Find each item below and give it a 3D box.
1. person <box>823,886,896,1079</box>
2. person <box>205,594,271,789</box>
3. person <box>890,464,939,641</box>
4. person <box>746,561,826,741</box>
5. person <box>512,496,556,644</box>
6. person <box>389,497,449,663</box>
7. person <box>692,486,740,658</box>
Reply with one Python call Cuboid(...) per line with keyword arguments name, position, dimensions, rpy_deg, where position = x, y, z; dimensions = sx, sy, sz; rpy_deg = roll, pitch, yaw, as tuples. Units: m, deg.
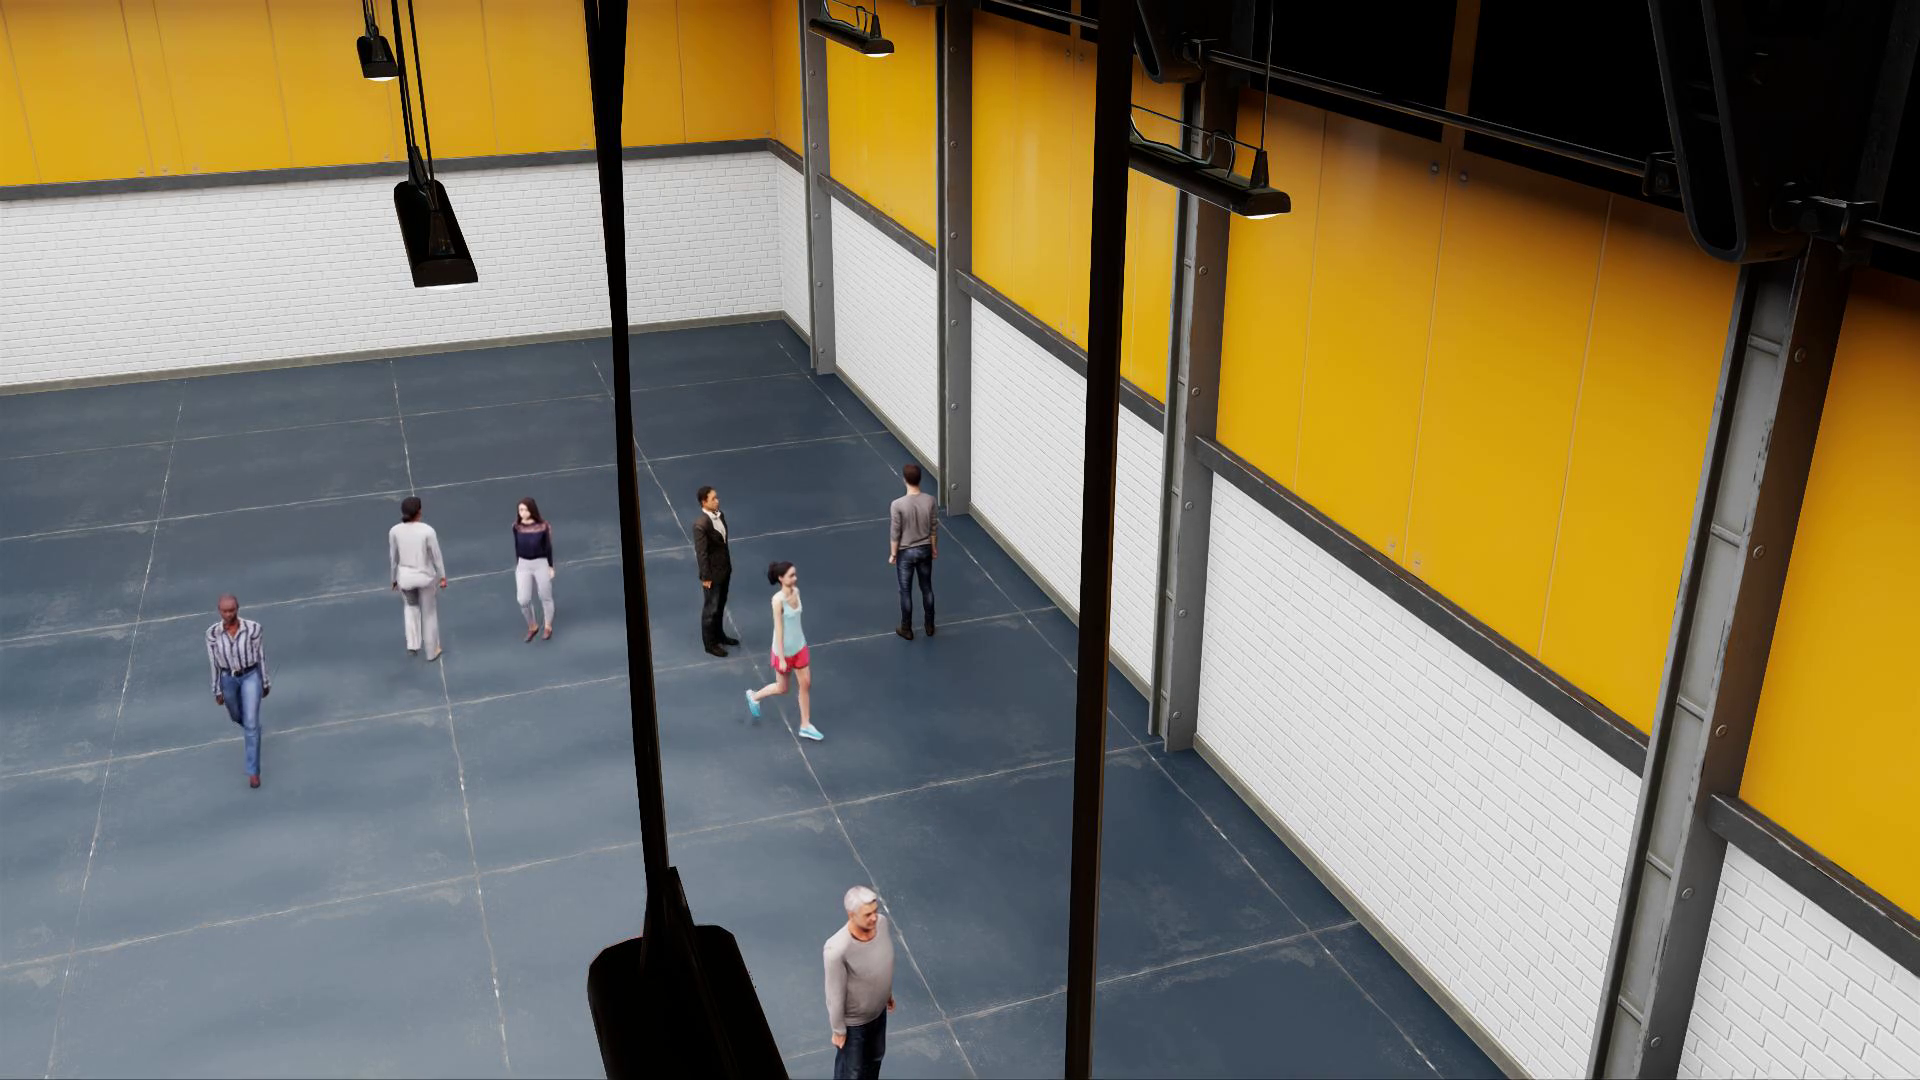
Cuboid(name="person", position=(-0.636, 2.998, 10.589), dimensions=(0.843, 1.910, 0.836), rpy_deg=(16, 28, 33))
Cuboid(name="person", position=(-6.369, 1.261, 14.747), dimensions=(0.659, 1.762, 1.100), rpy_deg=(-7, 25, -16))
Cuboid(name="person", position=(-0.465, 0.122, 17.176), dimensions=(0.670, 1.903, 0.567), rpy_deg=(-9, 25, -19))
Cuboid(name="person", position=(-1.644, 1.015, 15.331), dimensions=(1.128, 1.745, 1.004), rpy_deg=(13, 27, 27))
Cuboid(name="person", position=(-4.363, 0.282, 17.196), dimensions=(0.711, 1.593, 0.738), rpy_deg=(2, 24, 5))
Cuboid(name="person", position=(-5.479, 0.431, 16.699), dimensions=(0.799, 1.719, 0.787), rpy_deg=(1, 24, 3))
Cuboid(name="person", position=(-2.507, 0.287, 16.921), dimensions=(0.814, 1.805, 0.709), rpy_deg=(7, 25, 16))
